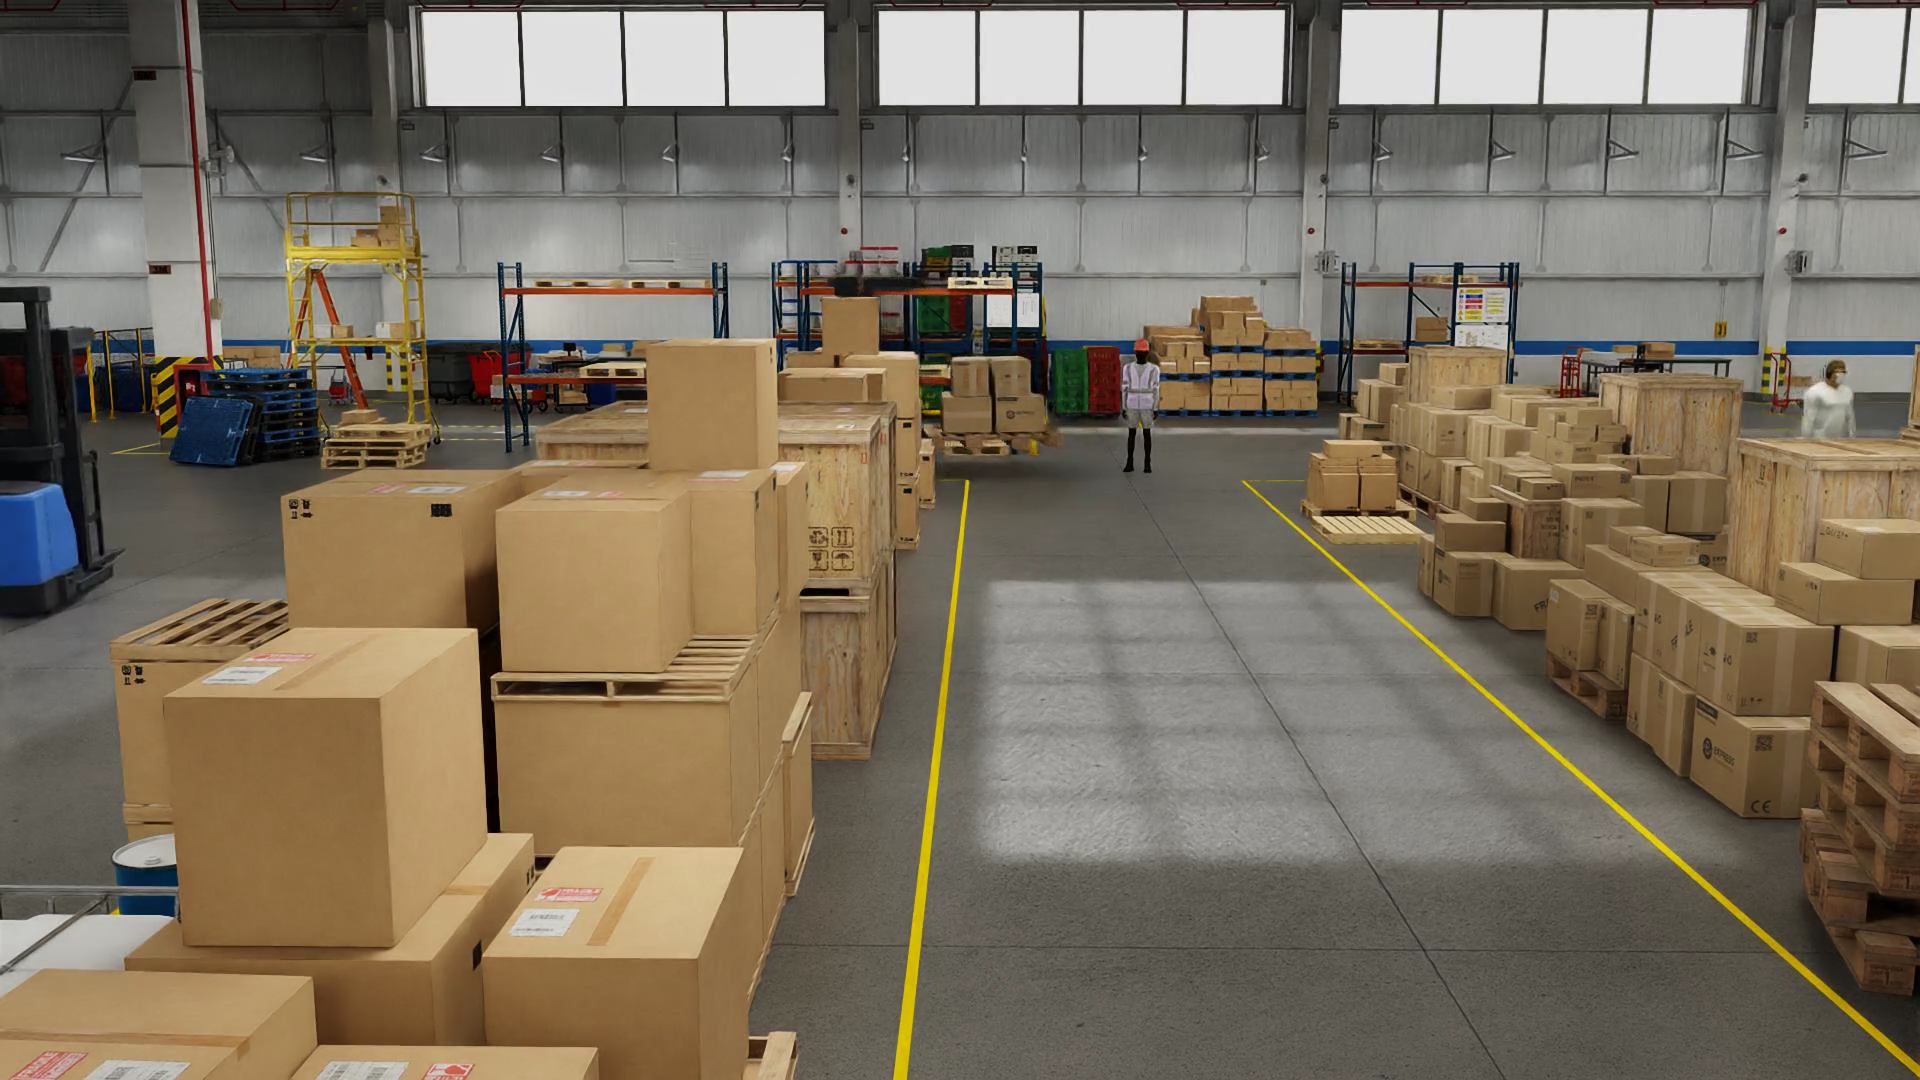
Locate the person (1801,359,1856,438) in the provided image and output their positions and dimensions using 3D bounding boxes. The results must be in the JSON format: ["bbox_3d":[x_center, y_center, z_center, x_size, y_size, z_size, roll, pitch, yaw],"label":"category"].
[{"bbox_3d":[10.043,-1.121,19.203,0.655,1.924,0.442,-3,10,-18],"label":"person"}]

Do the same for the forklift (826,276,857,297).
[{"bbox_3d":[-1.664,-2.411,24.077,1.873,2.768,1.129,-1,10,-6],"label":"forklift"}]

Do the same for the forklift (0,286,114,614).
[{"bbox_3d":[-8.460,-0.840,14.670,1.129,2.768,1.873,-2,10,-11],"label":"forklift"}]

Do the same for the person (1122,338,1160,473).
[{"bbox_3d":[2.605,-1.939,24.056,0.546,1.942,0.352,2,10,13],"label":"person"}]
